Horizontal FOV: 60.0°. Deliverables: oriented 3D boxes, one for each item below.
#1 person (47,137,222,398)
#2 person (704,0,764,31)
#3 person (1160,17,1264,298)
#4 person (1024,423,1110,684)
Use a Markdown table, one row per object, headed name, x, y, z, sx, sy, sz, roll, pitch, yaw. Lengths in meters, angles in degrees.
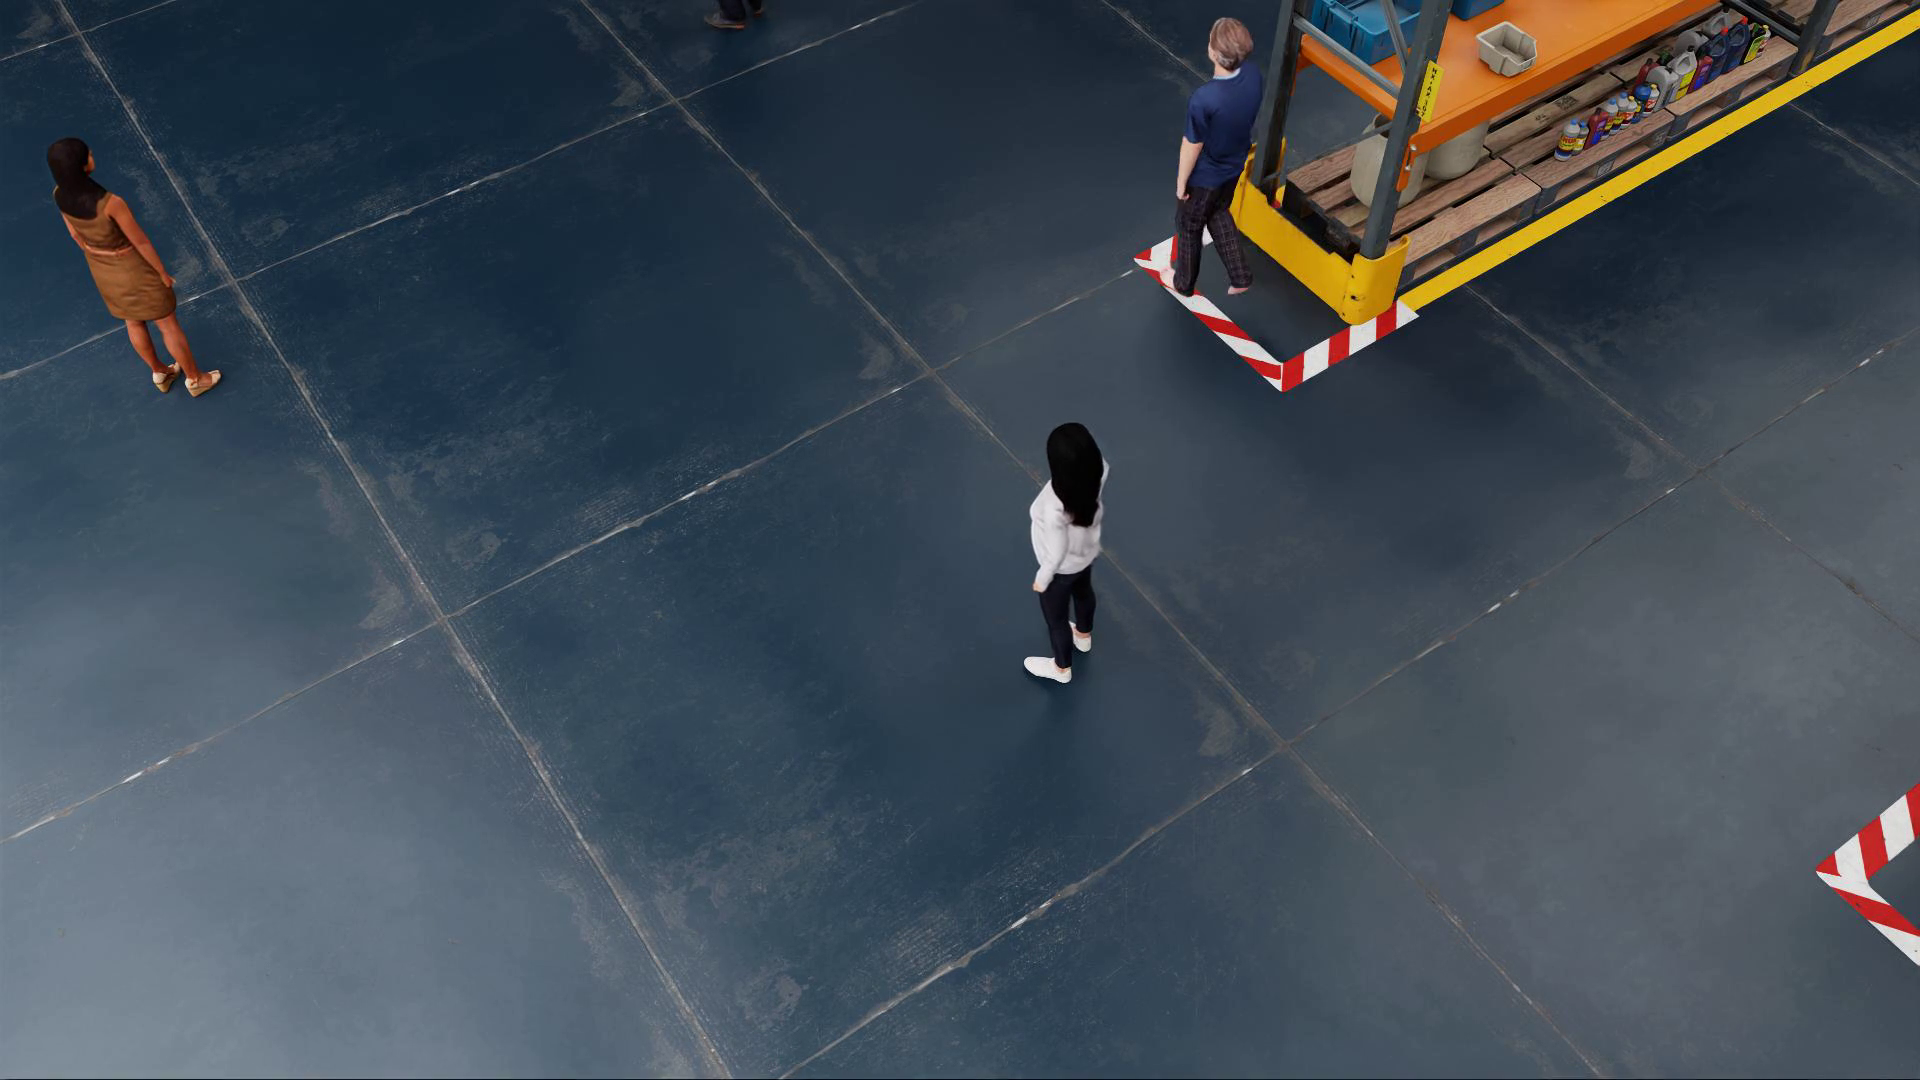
| name | x | y | z | sx | sy | sz | roll | pitch | yaw |
| --- | --- | --- | --- | --- | --- | --- | --- | --- | --- |
| person | -4.381 | -1.409 | 8.751 | 0.647 | 1.688 | 0.693 | 11 | 53 | 9 |
| person | -1.592 | -4.136 | 10.793 | 0.677 | 1.800 | 0.926 | -36 | 60 | -24 |
| person | 1.452 | -1.985 | 9.091 | 0.747 | 1.855 | 0.721 | -27 | 57 | -20 |
| person | 0.496 | 0.065 | 7.602 | 0.753 | 1.700 | 0.616 | 25 | 56 | 18 |
